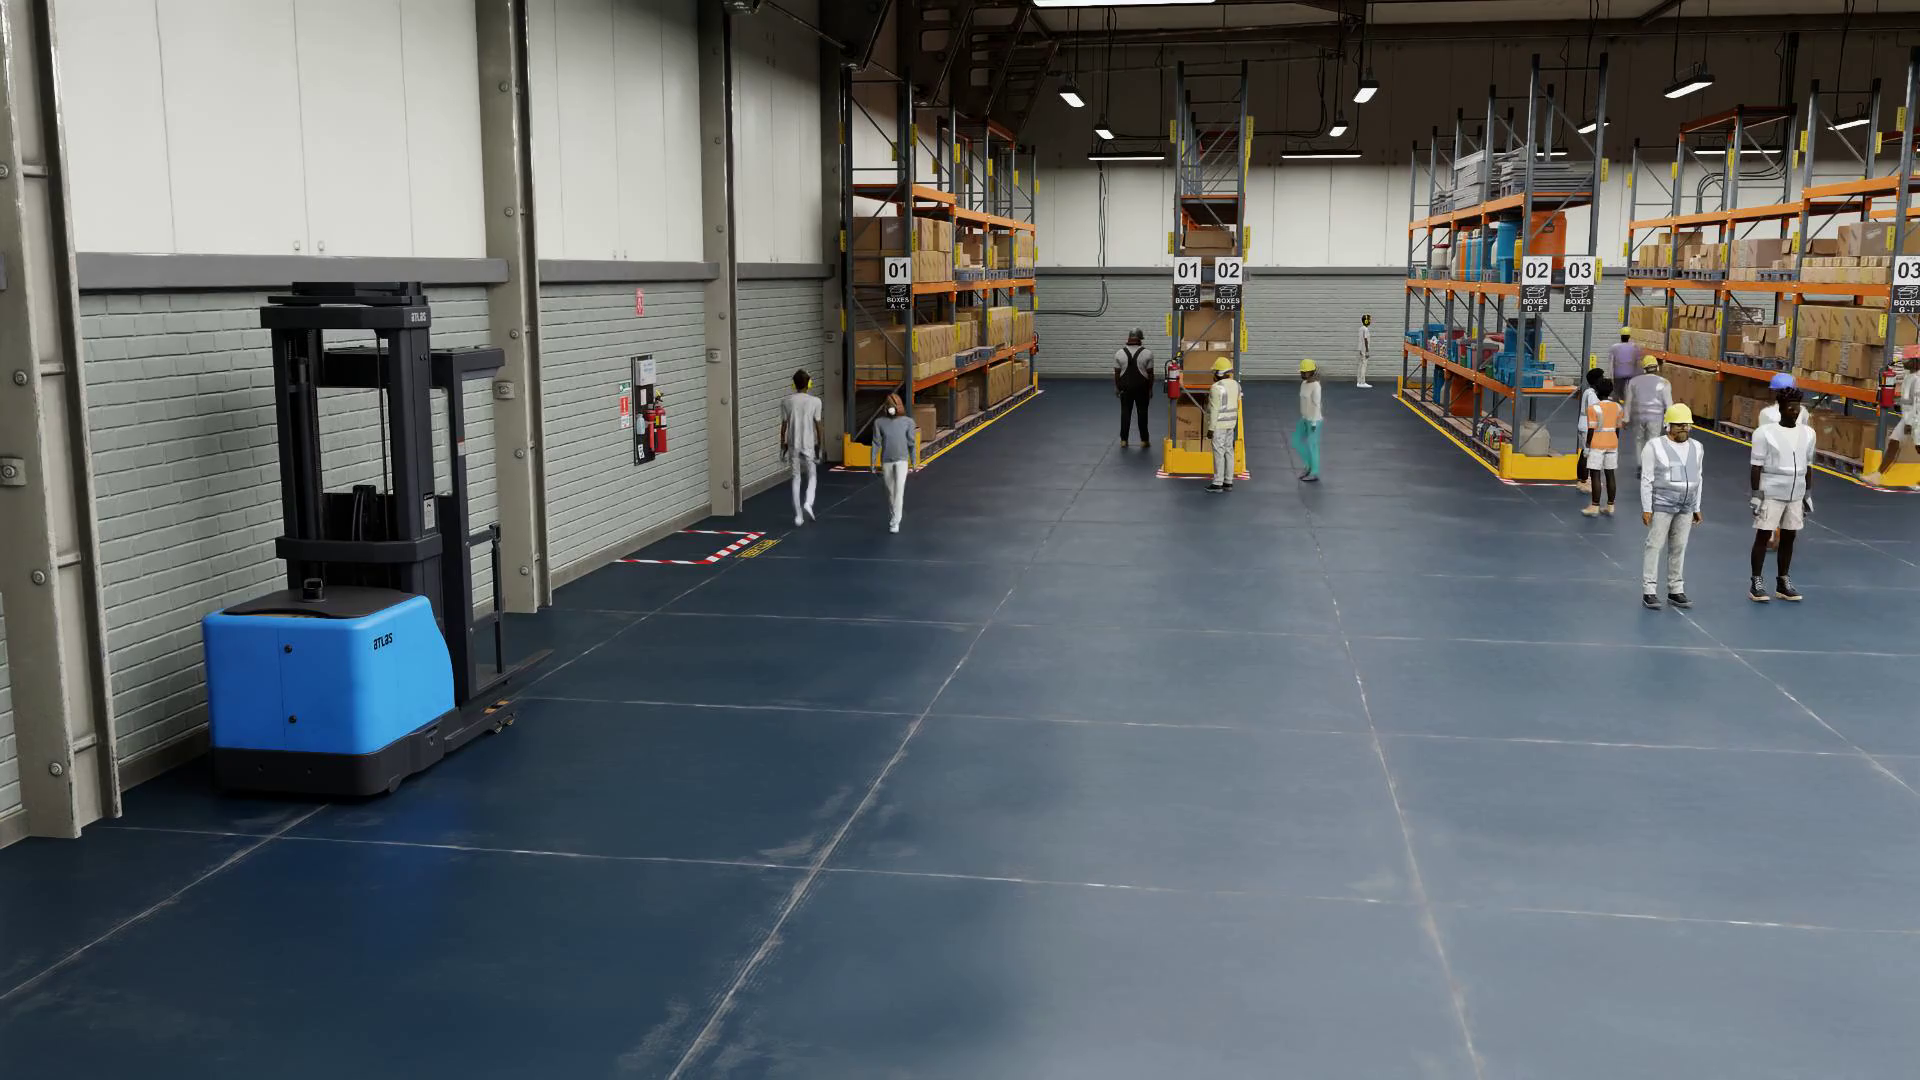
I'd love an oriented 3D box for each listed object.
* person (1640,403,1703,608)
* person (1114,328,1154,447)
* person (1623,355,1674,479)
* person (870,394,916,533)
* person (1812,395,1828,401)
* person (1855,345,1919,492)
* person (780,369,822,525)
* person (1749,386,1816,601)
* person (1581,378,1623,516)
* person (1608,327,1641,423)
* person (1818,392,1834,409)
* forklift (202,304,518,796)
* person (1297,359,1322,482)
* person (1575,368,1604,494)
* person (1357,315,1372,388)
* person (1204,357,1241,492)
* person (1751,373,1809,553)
[{"bbox_3d":[6.389,-0.310,14.914,0.590,1.833,0.404,-2,9,-11],"label":"person"},{"bbox_3d":[3.009,-2.614,28.617,0.684,2.000,0.536,3,10,17],"label":"person"},{"bbox_3d":[9.801,-1.712,23.633,0.711,1.806,0.448,8,12,39],"label":"person"},{"bbox_3d":[-0.772,-0.918,19.413,0.520,1.591,0.858,1,9,9],"label":"person"},{"bbox_3d":[20.039,-4.154,38.510,0.763,1.868,0.732,-7,12,-38],"label":"person"},{"bbox_3d":[12.890,-1.659,22.730,1.017,1.991,0.639,1,9,7],"label":"person"},{"bbox_3d":[-1.892,-1.096,19.725,0.524,1.857,0.425,0,9,1],"label":"person"},{"bbox_3d":[7.511,-0.423,15.201,0.611,1.965,0.362,-1,9,-7],"label":"person"},{"bbox_3d":[7.896,-1.143,20.470,0.540,1.696,0.317,-4,10,-23],"label":"person"},{"bbox_3d":[13.255,-3.304,33.234,0.615,1.871,0.976,2,9,14],"label":"person"},{"bbox_3d":[18.115,-3.417,34.748,0.520,1.613,0.565,4,10,25],"label":"person"},{"bbox_3d":[-3.673,-0.038,10.147,1.129,2.768,1.873,1,9,9],"label":"forklift"},{"bbox_3d":[4.990,-1.710,23.794,0.408,1.743,0.540,-3,10,-15],"label":"person"},{"bbox_3d":[8.590,-1.495,22.641,0.317,1.695,0.540,2,9,9],"label":"person"},{"bbox_3d":[10.482,-4.890,43.053,0.329,1.872,0.509,-1,9,-6],"label":"person"},{"bbox_3d":[3.572,-1.576,22.729,0.404,1.830,0.600,8,12,42],"label":"person"},{"bbox_3d":[8.740,-0.811,17.696,0.615,1.930,0.520,-2,9,-13],"label":"person"}]
